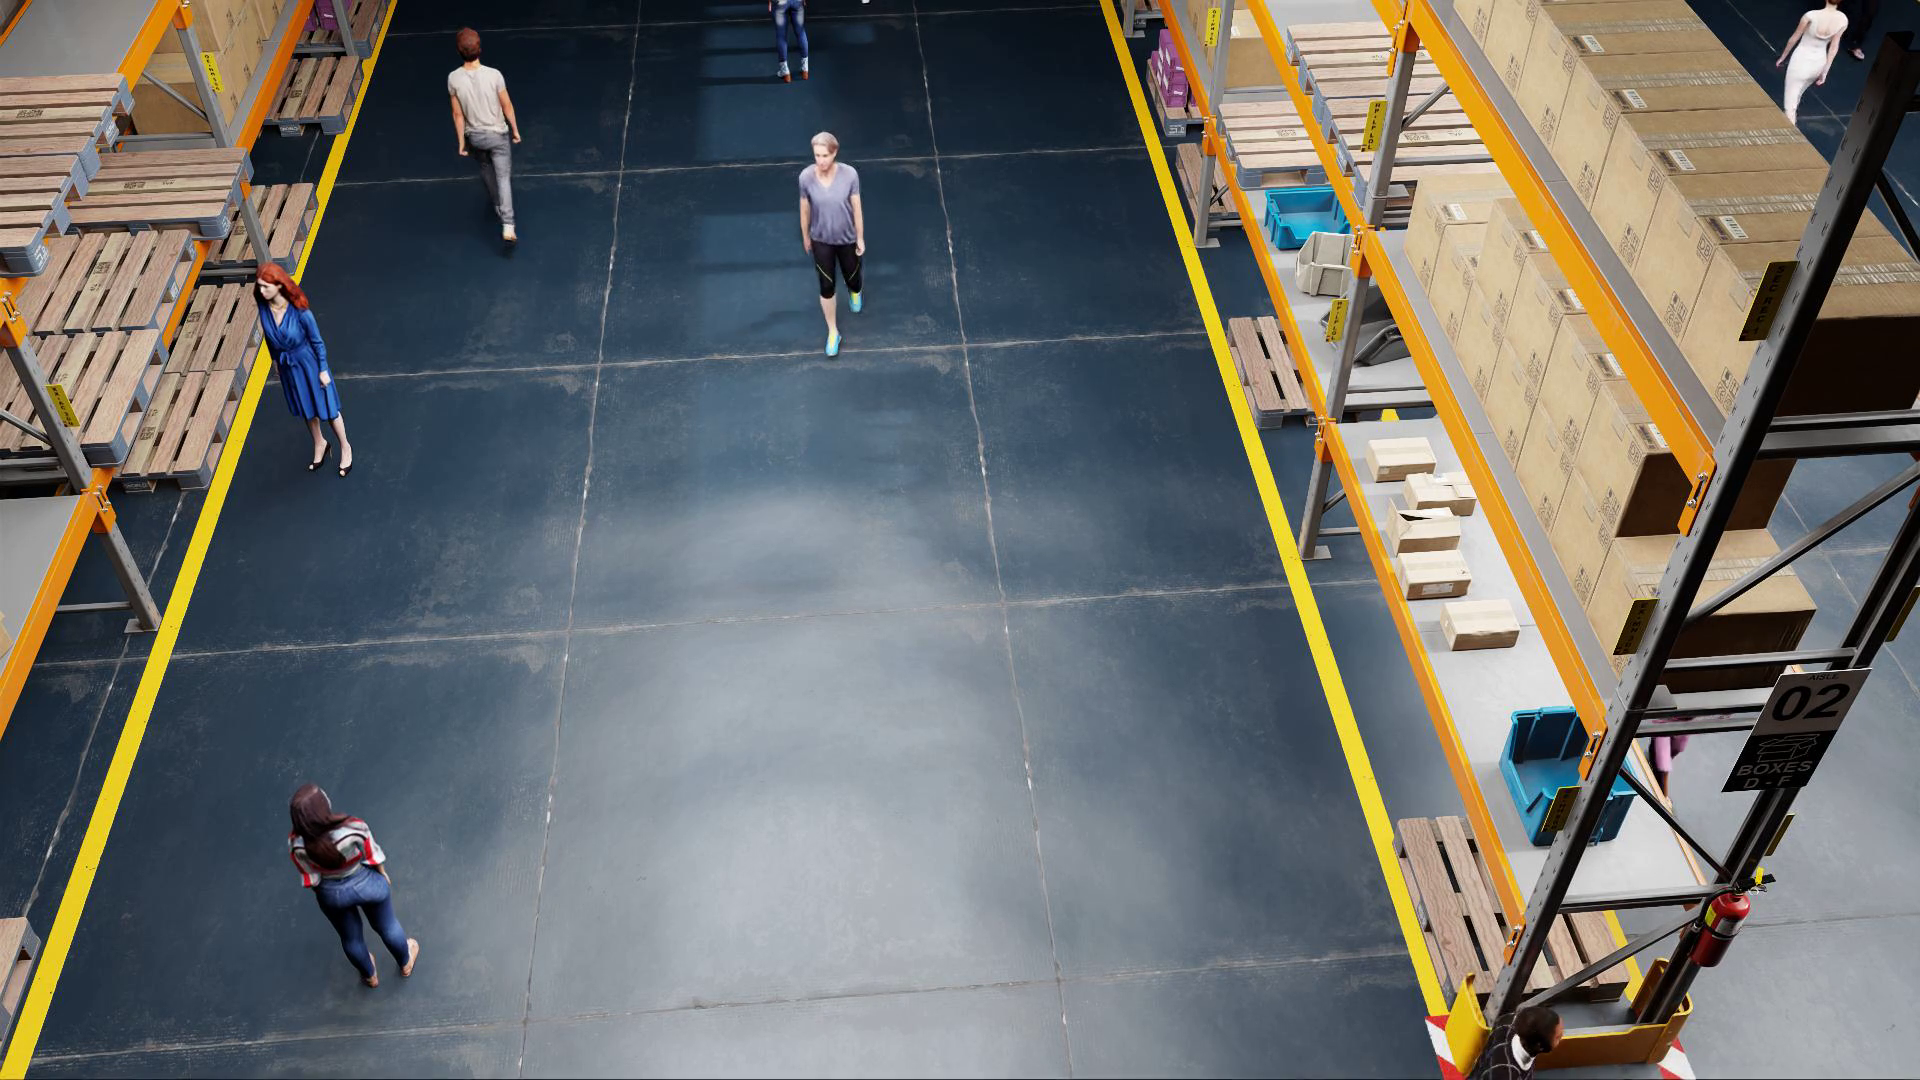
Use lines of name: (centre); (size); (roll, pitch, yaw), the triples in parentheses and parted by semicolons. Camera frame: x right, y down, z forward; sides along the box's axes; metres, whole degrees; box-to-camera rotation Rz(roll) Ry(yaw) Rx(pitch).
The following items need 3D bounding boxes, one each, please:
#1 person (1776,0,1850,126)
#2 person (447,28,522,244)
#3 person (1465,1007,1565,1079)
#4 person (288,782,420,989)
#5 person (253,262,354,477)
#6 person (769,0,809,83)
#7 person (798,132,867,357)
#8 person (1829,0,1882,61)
person: (7.756, -4.241, 15.278); (0.706, 1.749, 1.109); (4, 44, 4)
person: (-4.076, -3.438, 14.354); (0.739, 1.861, 1.211); (-6, 44, -6)
person: (2.379, 2.734, 7.943); (1.198, 1.768, 1.232); (24, 48, 23)
person: (-3.289, 1.870, 8.963); (0.626, 1.612, 0.576); (-13, 45, -13)
person: (-4.758, -1.234, 12.064); (0.694, 1.828, 0.692); (12, 45, 13)
person: (-1.714, -5.359, 16.546); (0.662, 1.619, 0.634); (-14, 45, -14)
person: (-0.990, -2.426, 13.285); (0.690, 1.869, 0.994); (-1, 44, -1)
person: (9.246, -5.791, 17.030); (0.714, 1.576, 0.799); (1, 44, 1)
